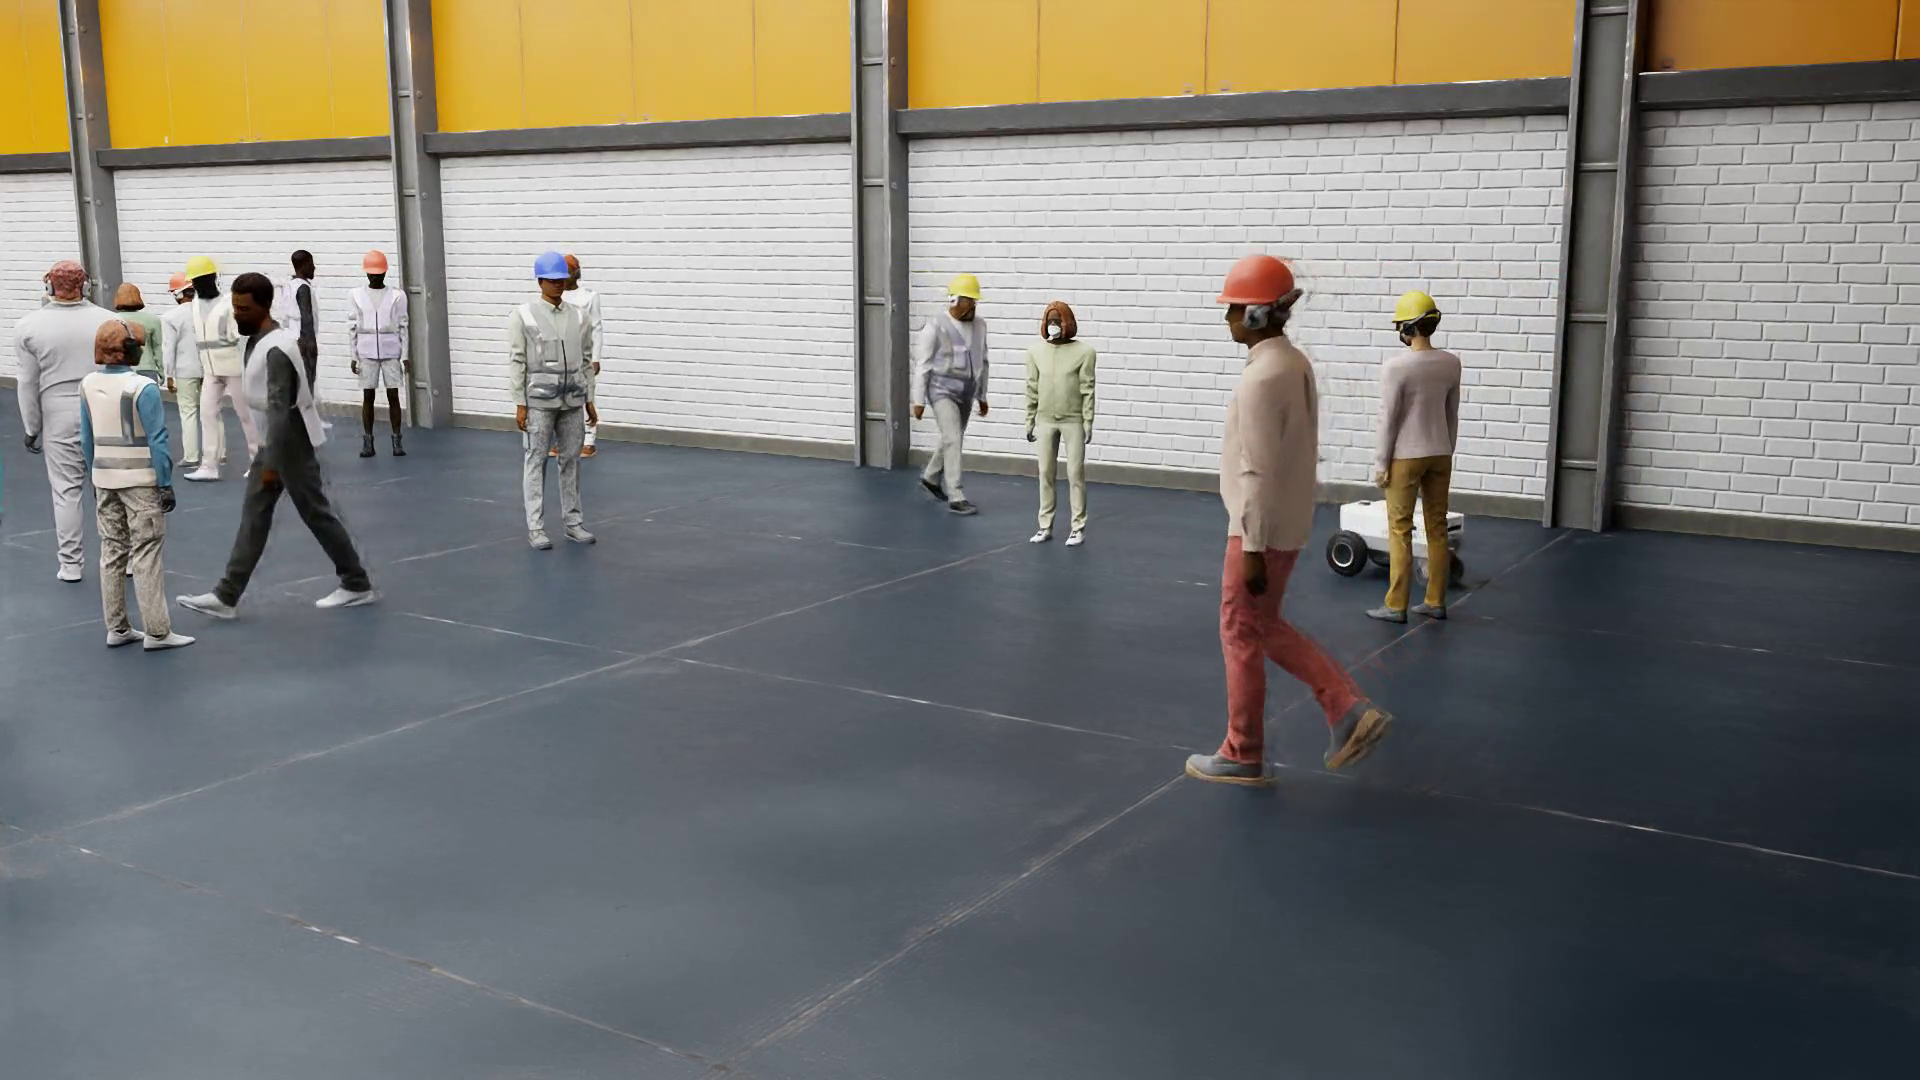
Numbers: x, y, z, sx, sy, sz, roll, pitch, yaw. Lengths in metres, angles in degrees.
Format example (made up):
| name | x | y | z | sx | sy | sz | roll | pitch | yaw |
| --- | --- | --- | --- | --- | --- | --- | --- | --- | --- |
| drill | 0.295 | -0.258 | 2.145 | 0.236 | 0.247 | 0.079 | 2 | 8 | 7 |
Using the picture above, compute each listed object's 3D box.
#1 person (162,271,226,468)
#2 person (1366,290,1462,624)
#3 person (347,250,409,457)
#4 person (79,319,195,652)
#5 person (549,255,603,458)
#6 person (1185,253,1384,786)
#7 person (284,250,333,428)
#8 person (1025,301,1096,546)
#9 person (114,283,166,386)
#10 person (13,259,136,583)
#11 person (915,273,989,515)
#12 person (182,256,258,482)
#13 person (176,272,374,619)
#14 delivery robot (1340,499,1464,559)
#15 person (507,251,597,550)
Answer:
| name | x | y | z | sx | sy | sz | roll | pitch | yaw |
| --- | --- | --- | --- | --- | --- | --- | --- | --- | --- |
| person | -6.857 | -1.516 | 14.853 | 0.350 | 1.744 | 0.567 | 7 | 12 | 33 |
| person | 2.404 | -0.432 | 8.819 | 0.524 | 1.761 | 0.339 | -5 | 11 | -24 |
| person | -5.430 | -1.736 | 15.558 | 0.542 | 1.931 | 0.375 | -3 | 11 | -16 |
| person | -4.091 | -0.263 | 8.206 | 0.525 | 1.637 | 0.307 | 4 | 11 | 22 |
| person | -3.606 | -1.704 | 15.505 | 0.574 | 1.884 | 0.358 | 3 | 11 | 15 |
| person | 1.178 | -0.046 | 6.052 | 0.607 | 1.977 | 0.620 | 6 | 12 | 28 |
| person | -7.052 | -2.151 | 17.890 | 0.383 | 1.918 | 0.597 | -7 | 12 | -33 |
| person | 0.664 | -0.770 | 11.055 | 0.494 | 1.624 | 0.279 | 4 | 11 | 22 |
| person | -7.513 | -1.519 | 15.169 | 0.506 | 1.636 | 0.280 | -8 | 13 | -37 |
| person | -5.215 | -0.700 | 9.878 | 0.639 | 1.910 | 0.407 | -6 | 12 | -29 |
| person | -0.110 | -1.112 | 12.541 | 0.617 | 1.791 | 0.844 | -9 | 13 | -40 |
| person | -6.197 | -1.417 | 13.908 | 0.737 | 1.874 | 0.887 | 4 | 11 | 22 |
| person | -3.671 | -0.491 | 8.877 | 1.030 | 1.857 | 0.631 | -7 | 13 | -35 |
| delivery robot | 2.641 | -0.085 | 9.958 | 0.477 | 0.478 | 0.707 | -9 | 14 | -42 |
| person | -2.680 | -0.921 | 10.992 | 0.601 | 1.948 | 0.386 | -9 | 13 | -40 |
